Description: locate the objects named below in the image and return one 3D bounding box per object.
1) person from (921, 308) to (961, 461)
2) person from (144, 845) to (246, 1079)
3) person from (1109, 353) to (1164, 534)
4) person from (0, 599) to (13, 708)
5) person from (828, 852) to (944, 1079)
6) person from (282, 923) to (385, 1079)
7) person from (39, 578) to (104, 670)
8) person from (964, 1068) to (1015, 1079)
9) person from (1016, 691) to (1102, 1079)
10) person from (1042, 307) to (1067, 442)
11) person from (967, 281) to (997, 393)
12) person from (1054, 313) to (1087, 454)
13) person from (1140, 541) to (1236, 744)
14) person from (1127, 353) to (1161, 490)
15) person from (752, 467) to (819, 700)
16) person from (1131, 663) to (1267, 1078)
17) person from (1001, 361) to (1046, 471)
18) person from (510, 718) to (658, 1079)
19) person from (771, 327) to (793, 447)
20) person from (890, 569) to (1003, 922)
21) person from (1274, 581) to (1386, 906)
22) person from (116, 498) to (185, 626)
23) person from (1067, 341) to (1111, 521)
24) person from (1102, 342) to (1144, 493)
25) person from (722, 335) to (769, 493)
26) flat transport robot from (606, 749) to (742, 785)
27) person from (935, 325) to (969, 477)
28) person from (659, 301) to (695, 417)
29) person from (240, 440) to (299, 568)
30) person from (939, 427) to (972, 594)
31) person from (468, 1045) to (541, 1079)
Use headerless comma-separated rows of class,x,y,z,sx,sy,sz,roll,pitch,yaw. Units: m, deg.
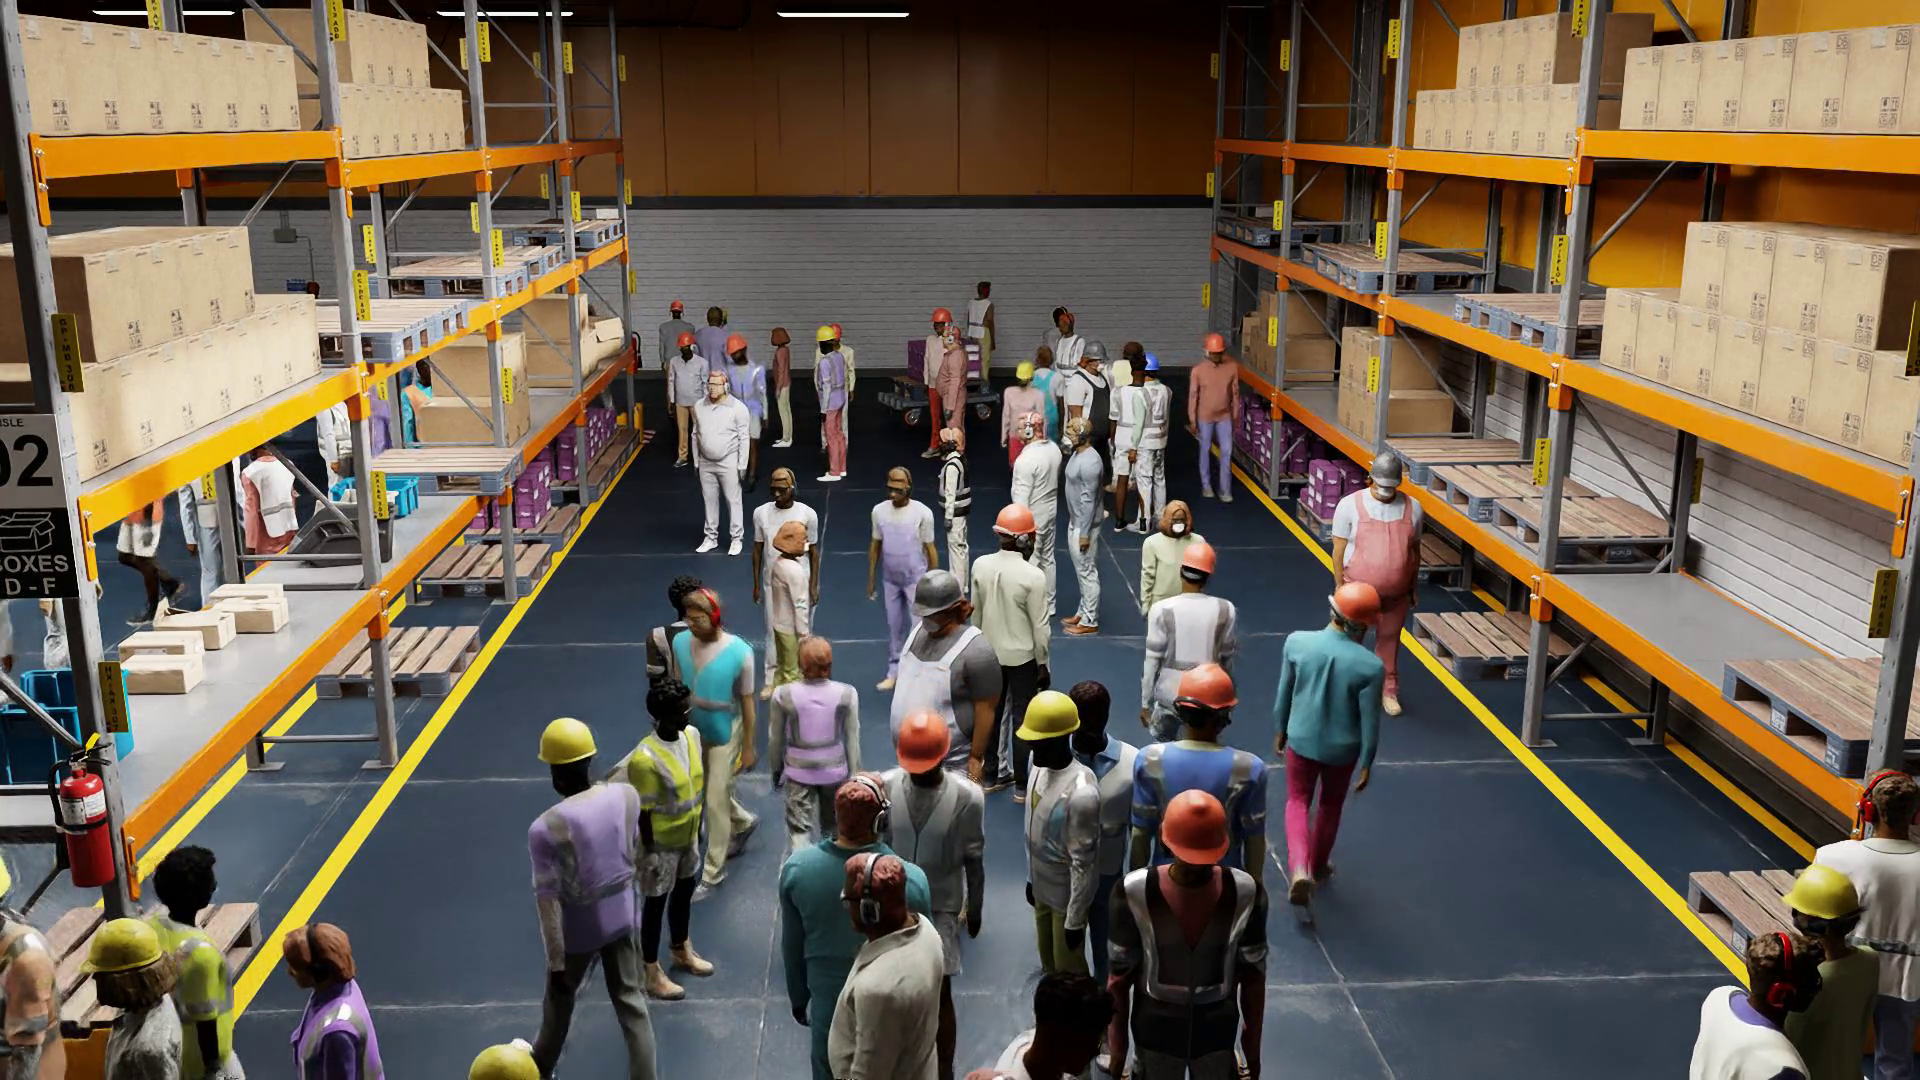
person,-0.240,-2.045,21.834,0.612,1.997,0.375,11,18,38
person,-3.096,2.023,6.536,0.538,1.661,0.751,12,19,40
person,1.901,-1.039,17.975,0.598,1.958,0.370,4,15,15
person,-6.749,0.701,11.304,0.592,1.888,0.909,-5,15,-18
person,-0.277,2.031,6.043,0.399,1.895,0.657,3,15,12
person,-2.251,2.153,6.087,0.314,1.631,0.525,-6,16,-23
person,-6.733,0.350,12.556,0.375,1.936,0.628,3,15,10
person,0.115,2.375,4.695,0.396,1.899,0.642,14,20,43
person,0.441,1.604,7.667,0.397,1.919,0.587,-5,15,-18
person,1.380,-2.298,23.079,0.531,1.870,0.317,9,17,31
person,0.339,-3.250,26.873,0.373,1.840,0.571,-12,19,-40
person,1.454,-2.100,22.297,0.374,1.879,0.584,-10,17,-34
person,1.408,0.948,10.278,0.569,1.904,0.770,0,14,-2
person,2.167,-1.417,19.976,0.549,1.680,0.378,-3,15,-13
person,-1.338,0.340,12.772,0.515,1.843,0.326,1,14,5
person,1.085,1.553,7.629,0.610,2.037,0.400,4,15,14
person,0.754,-1.213,19.073,0.536,1.740,0.708,7,16,27
person,-1.692,1.683,7.436,0.961,1.872,0.607,13,19,42
person,-2.438,-2.087,22.721,0.273,1.632,0.507,1,14,4
person,-0.132,1.130,9.284,0.535,2.000,0.674,-13,19,-42
person,2.069,1.147,9.407,0.633,1.934,0.779,6,16,23
person,-7.250,-0.215,14.759,0.605,1.949,0.481,13,19,42
person,1.475,-1.209,18.464,0.535,2.000,0.681,8,16,29
person,1.987,-1.478,19.995,0.653,1.816,0.511,3,15,12
person,-2.588,-1.567,20.176,0.558,1.898,0.883,1,14,4
flat transport robot,-1.952,1.585,11.023,0.652,0.197,1.431,3,15,13
person,-0.104,-1.721,20.739,0.406,1.911,0.639,2,14,7
person,-4.229,-2.717,24.978,0.559,1.743,0.346,-3,15,-12
person,-5.857,-0.048,14.177,0.402,1.909,0.599,4,15,14
person,-0.048,-0.242,15.486,0.314,1.632,0.516,2,14,8
person,-1.361,2.344,5.191,0.884,1.699,0.503,4,15,14
